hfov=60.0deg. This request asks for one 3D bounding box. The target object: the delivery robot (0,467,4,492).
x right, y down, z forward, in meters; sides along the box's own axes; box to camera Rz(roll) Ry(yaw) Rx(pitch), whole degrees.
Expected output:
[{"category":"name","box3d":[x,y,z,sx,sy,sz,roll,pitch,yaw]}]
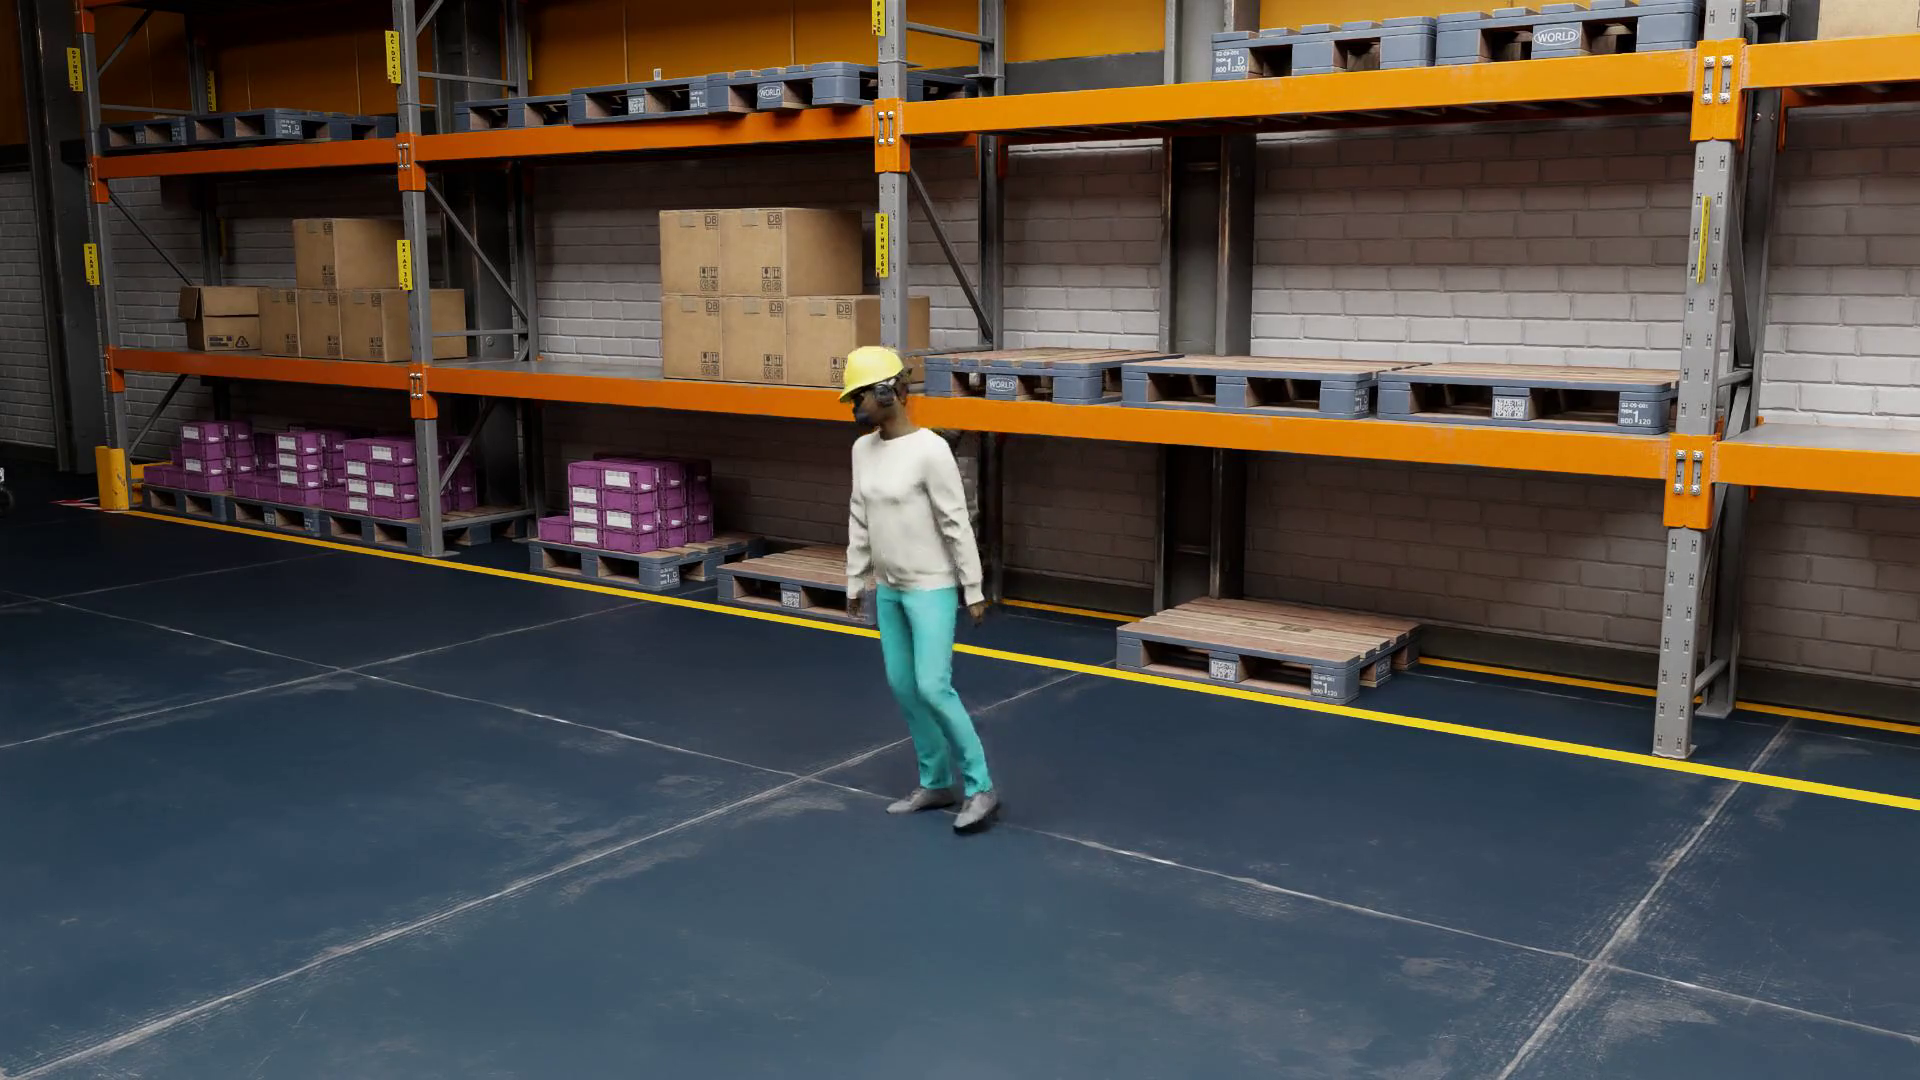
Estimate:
[{"category":"delivery robot","box3d":[-7.795,-0.446,12.831,0.707,0.478,0.477,0,9,-1]}]

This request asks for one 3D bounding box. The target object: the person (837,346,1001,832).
[{"category":"person","box3d":[-0.188,0.171,5.952,0.453,1.725,0.550,-8,12,-39]}]
